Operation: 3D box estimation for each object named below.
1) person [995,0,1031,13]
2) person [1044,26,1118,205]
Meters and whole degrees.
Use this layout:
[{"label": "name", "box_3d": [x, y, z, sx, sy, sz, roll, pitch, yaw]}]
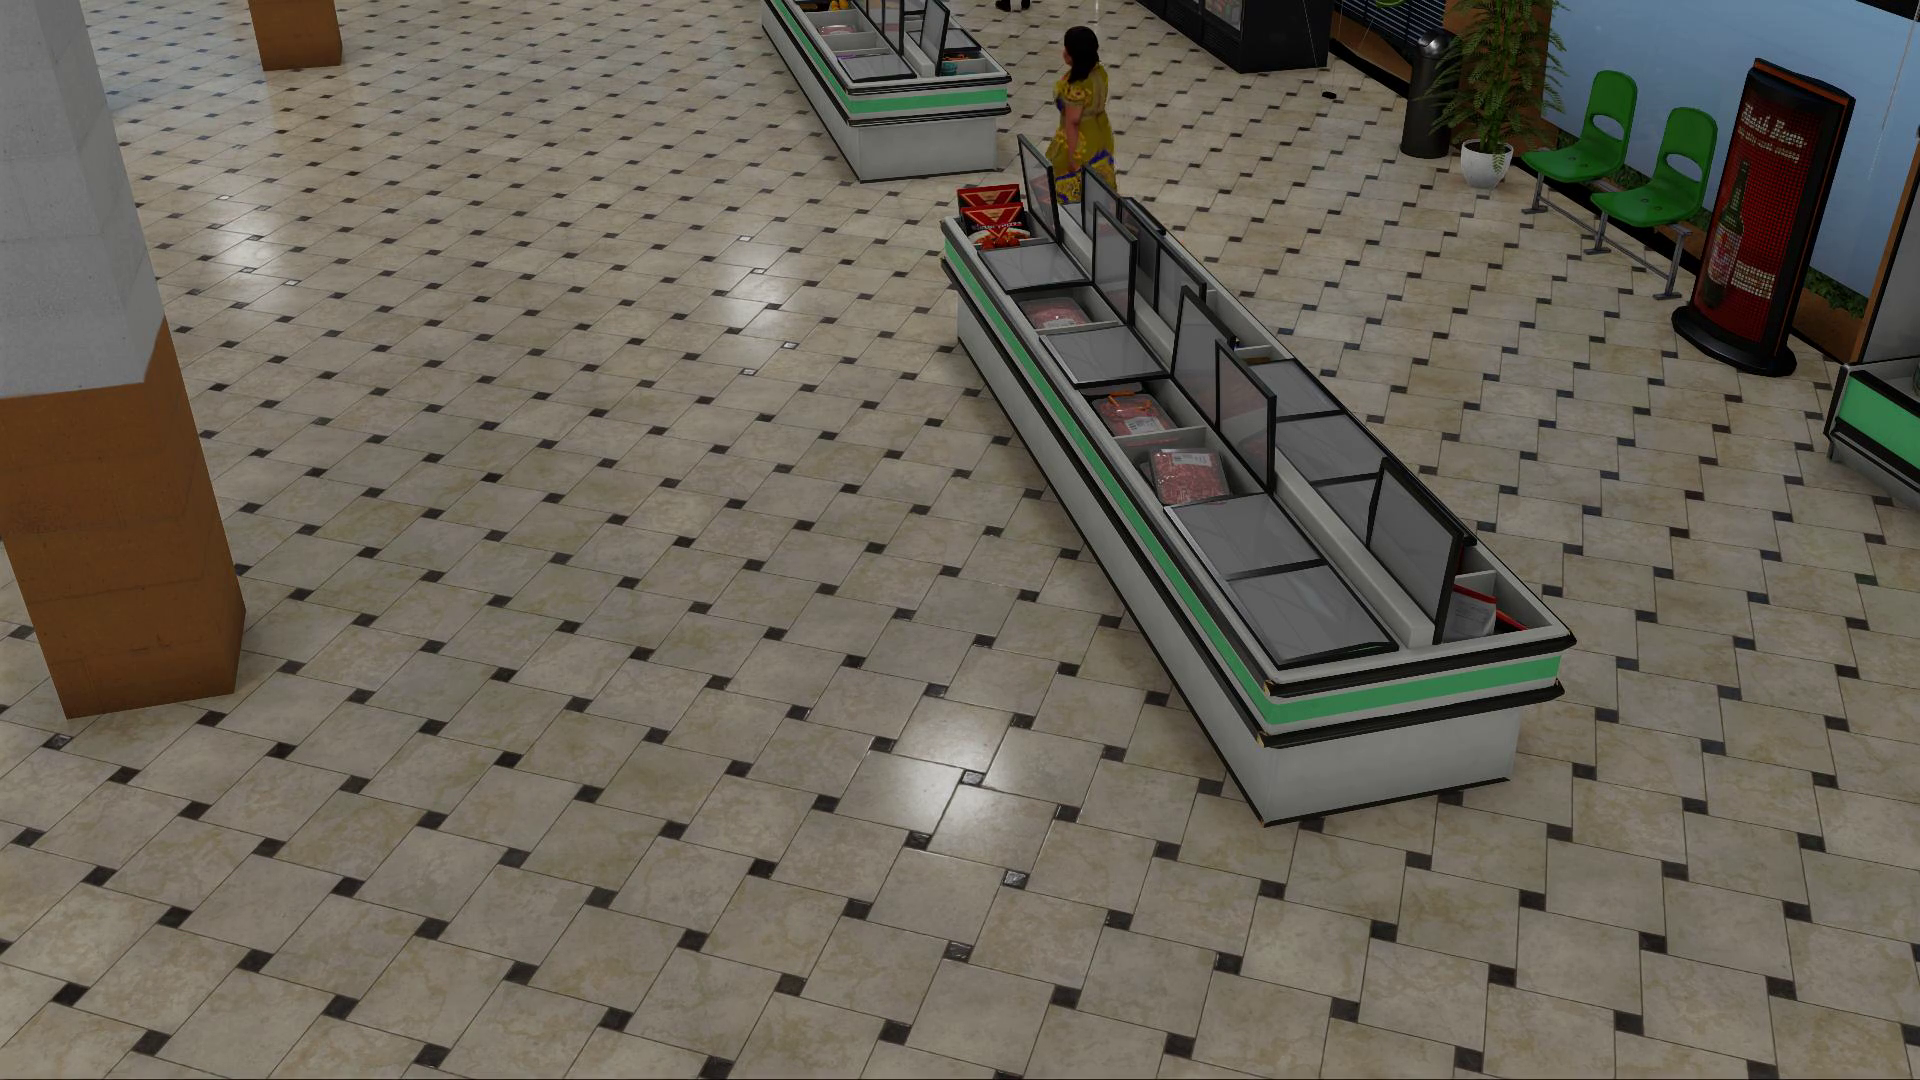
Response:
[{"label": "person", "box_3d": [0.560, -6.383, 17.132, 0.642, 1.793, 0.528, -7, 33, -11]}, {"label": "person", "box_3d": [0.901, -2.611, 11.214, 1.076, 1.640, 1.017, 21, 38, 30]}]
